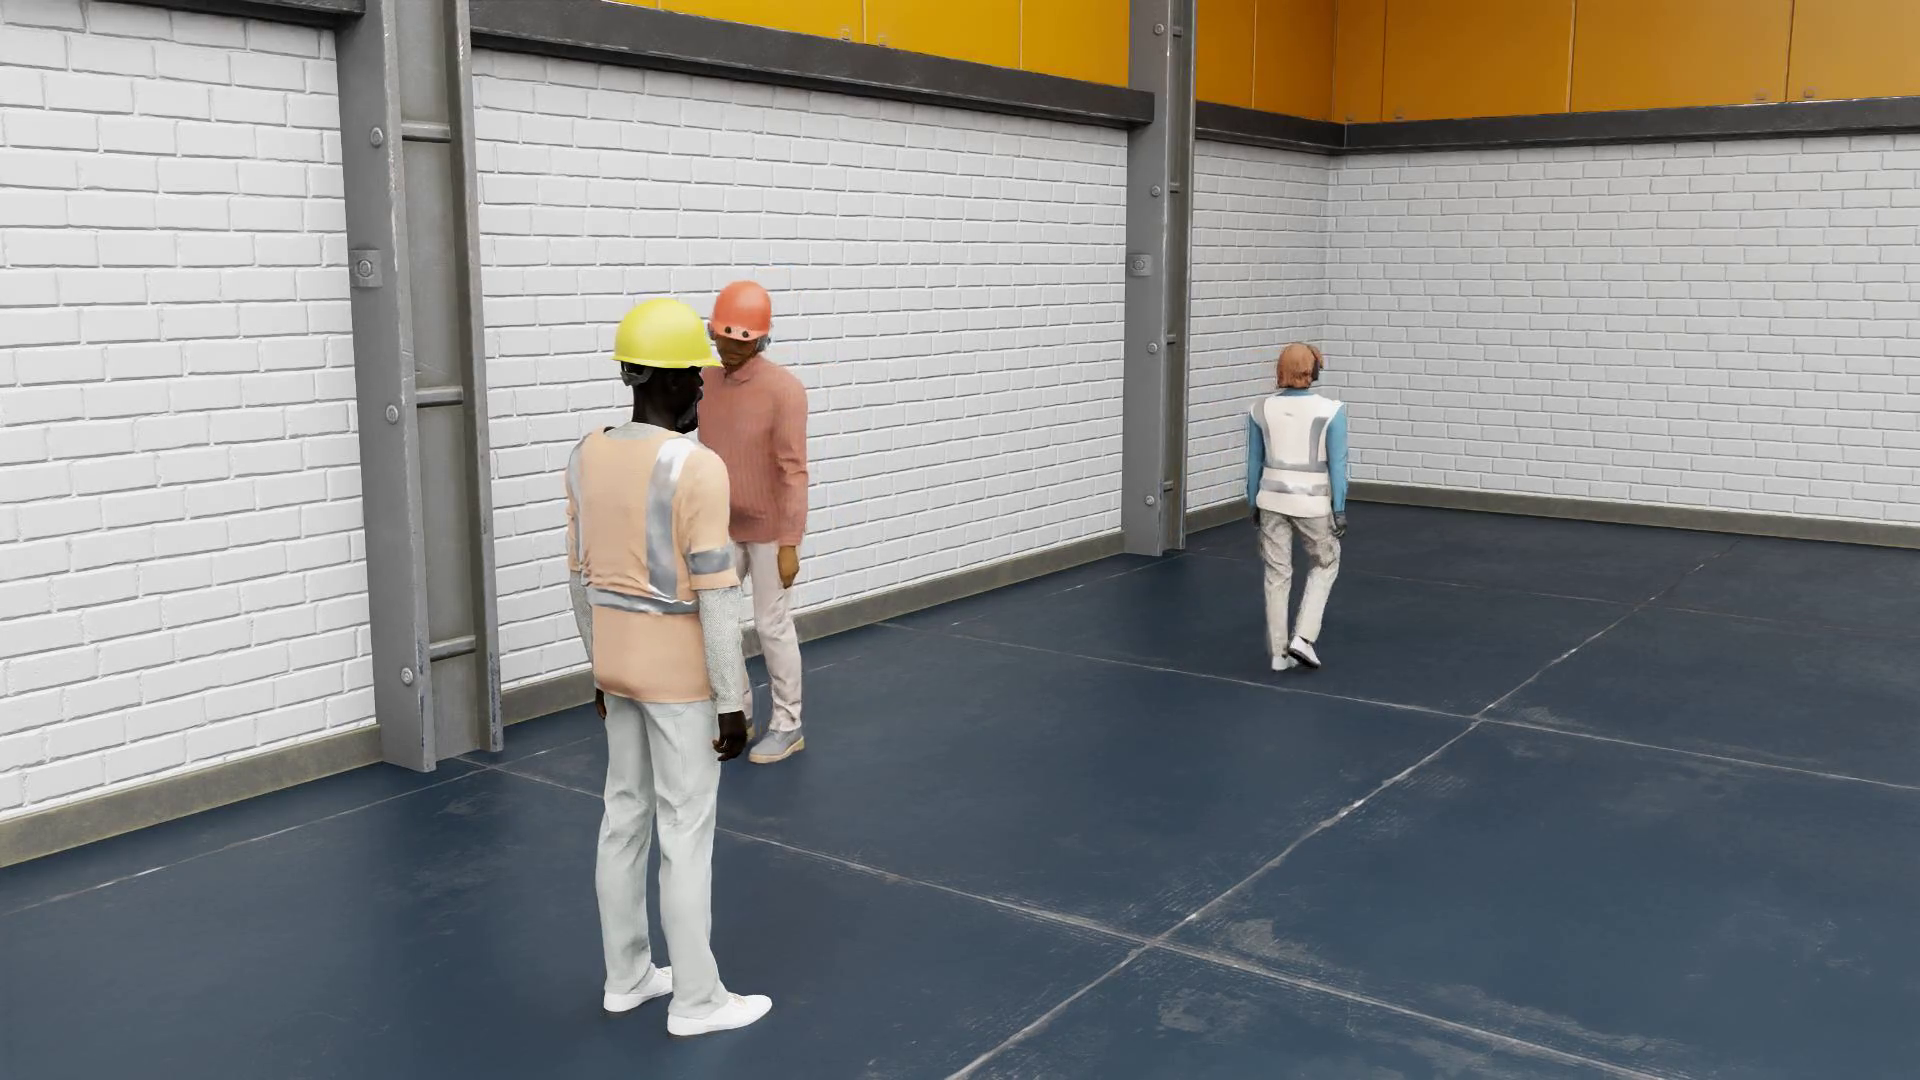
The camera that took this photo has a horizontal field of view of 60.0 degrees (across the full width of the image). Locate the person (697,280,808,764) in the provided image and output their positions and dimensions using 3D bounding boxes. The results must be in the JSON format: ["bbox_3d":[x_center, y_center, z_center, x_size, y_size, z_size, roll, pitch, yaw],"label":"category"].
[{"bbox_3d":[-0.813,-0.048,6.587,0.636,1.947,0.596,6,11,33],"label":"person"}]

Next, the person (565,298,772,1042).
[{"bbox_3d":[-0.771,0.341,4.348,0.588,1.927,0.369,7,12,38],"label":"person"}]

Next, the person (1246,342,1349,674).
[{"bbox_3d":[1.649,-0.149,8.139,0.544,1.623,0.375,6,11,32],"label":"person"}]
